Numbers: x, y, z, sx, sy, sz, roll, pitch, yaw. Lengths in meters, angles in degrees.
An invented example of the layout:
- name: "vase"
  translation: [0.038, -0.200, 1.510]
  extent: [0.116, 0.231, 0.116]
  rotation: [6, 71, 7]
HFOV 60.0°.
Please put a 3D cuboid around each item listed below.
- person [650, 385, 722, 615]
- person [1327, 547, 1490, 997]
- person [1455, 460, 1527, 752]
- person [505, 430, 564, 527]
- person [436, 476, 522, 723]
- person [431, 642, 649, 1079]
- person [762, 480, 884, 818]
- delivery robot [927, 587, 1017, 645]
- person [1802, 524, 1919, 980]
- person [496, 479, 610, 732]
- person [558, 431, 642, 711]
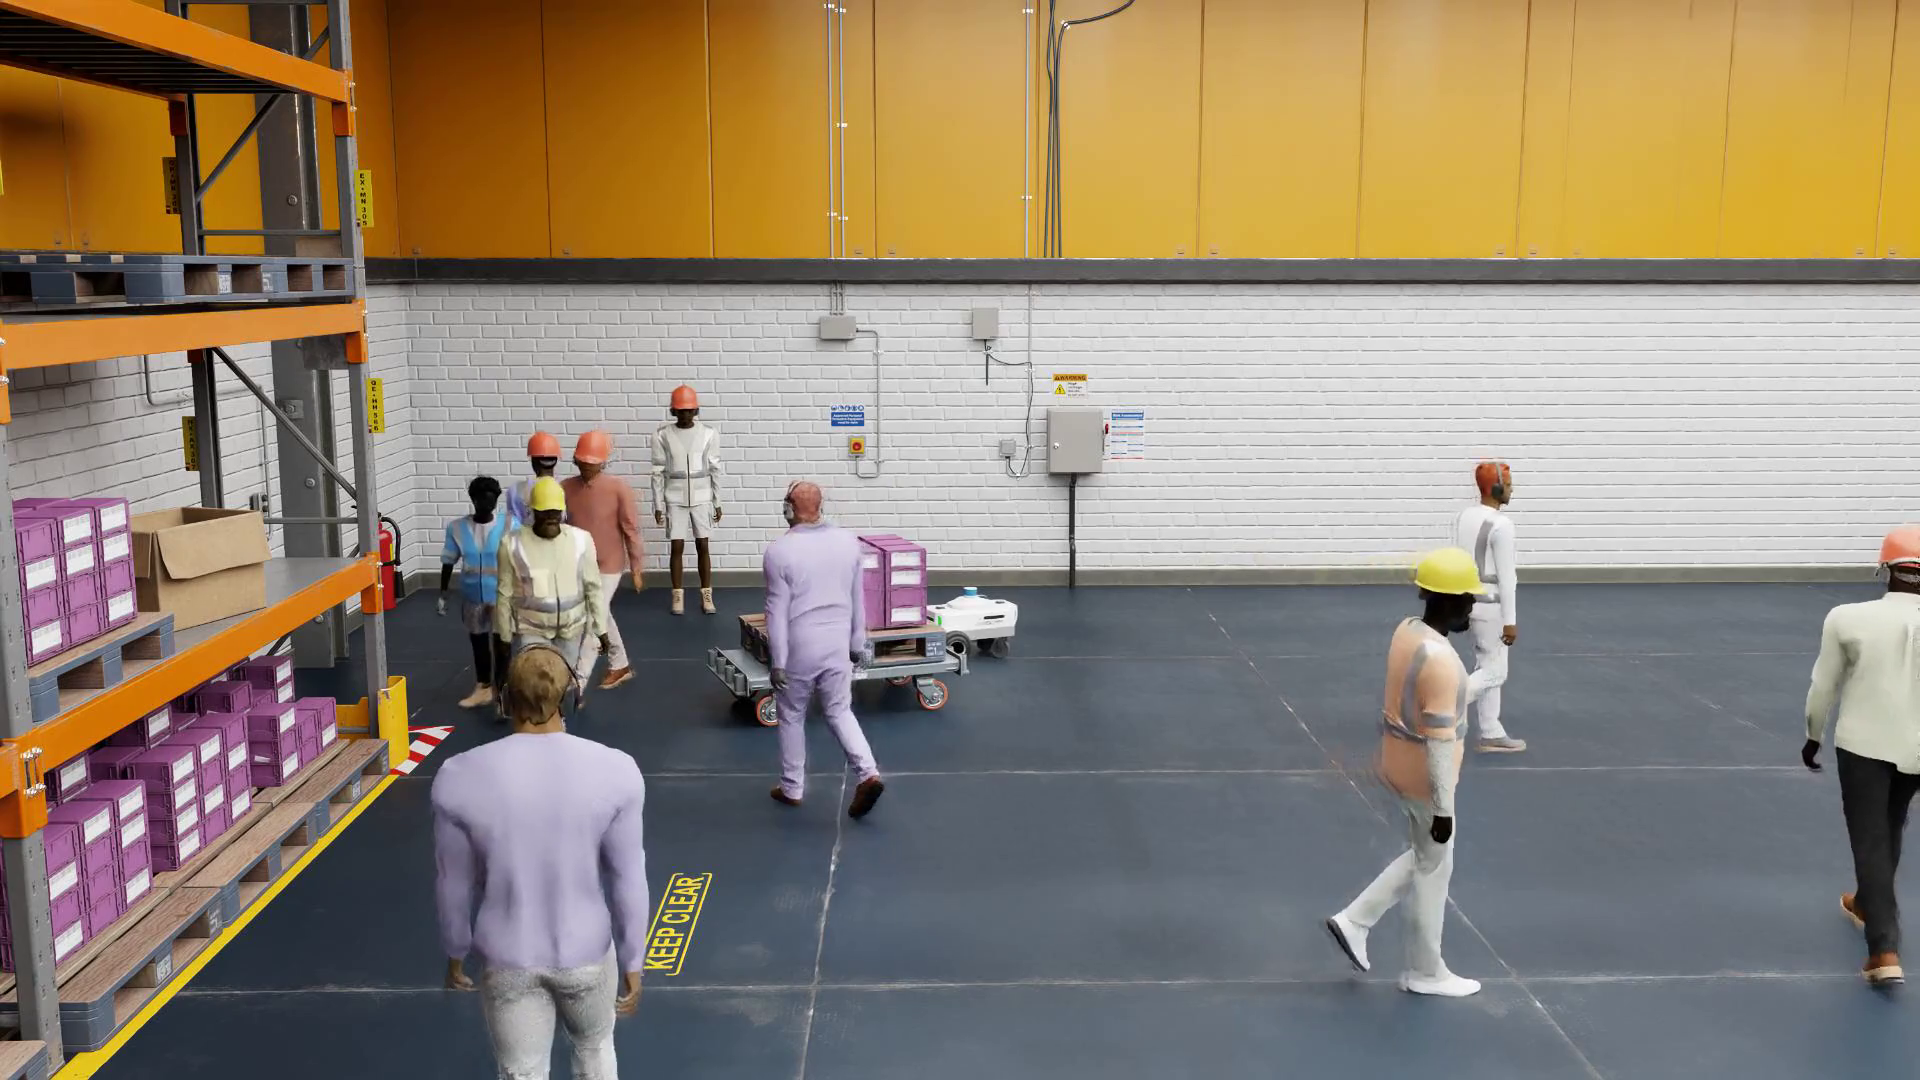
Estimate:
- name: "person"
  translation: [-2.392, -0.342, 14.581]
  extent: [0.611, 2.030, 0.409]
  rotation: [-3, 10, -15]
- name: "person"
  translation: [1.889, 0.968, 6.874]
  extent: [0.537, 1.914, 0.612]
  rotation: [0, 9, 0]
- name: "person"
  translation: [3.199, 0.435, 10.300]
  extent: [0.717, 1.866, 0.585]
  rotation: [-1, 9, -7]
- name: "person"
  translation: [-2.921, 0.175, 11.798]
  extent: [0.545, 1.908, 0.949]
  rotation: [-6, 11, -32]
- name: "person"
  translation: [-3.225, 0.395, 11.183]
  extent: [0.595, 1.653, 0.764]
  rotation: [1, 9, 3]
- name: "person"
  translation: [-1.294, 1.247, 5.181]
  extent: [0.633, 1.916, 0.743]
  rotation: [-2, 10, -14]
- name: "person"
  translation: [-0.755, 0.610, 9.227]
  extent: [0.660, 1.874, 0.803]
  rotation: [-7, 12, -37]
- name: "delivery robot"
  translation: [0.084, 0.609, 12.946]
  extent: [0.707, 0.478, 0.477]
  rotation: [-4, 10, -25]
- name: "person"
  translation: [4.052, 0.899, 7.247]
  extent: [0.604, 1.942, 1.061]
  rotation: [2, 9, 10]
- name: "person"
  translation: [-2.395, 0.534, 9.874]
  extent: [0.614, 1.790, 0.858]
  rotation: [-5, 11, -29]
- name: "person"
  translation: [-2.577, 0.187, 11.664]
  extent: [0.638, 1.922, 1.077]
  rotation: [4, 10, 22]
